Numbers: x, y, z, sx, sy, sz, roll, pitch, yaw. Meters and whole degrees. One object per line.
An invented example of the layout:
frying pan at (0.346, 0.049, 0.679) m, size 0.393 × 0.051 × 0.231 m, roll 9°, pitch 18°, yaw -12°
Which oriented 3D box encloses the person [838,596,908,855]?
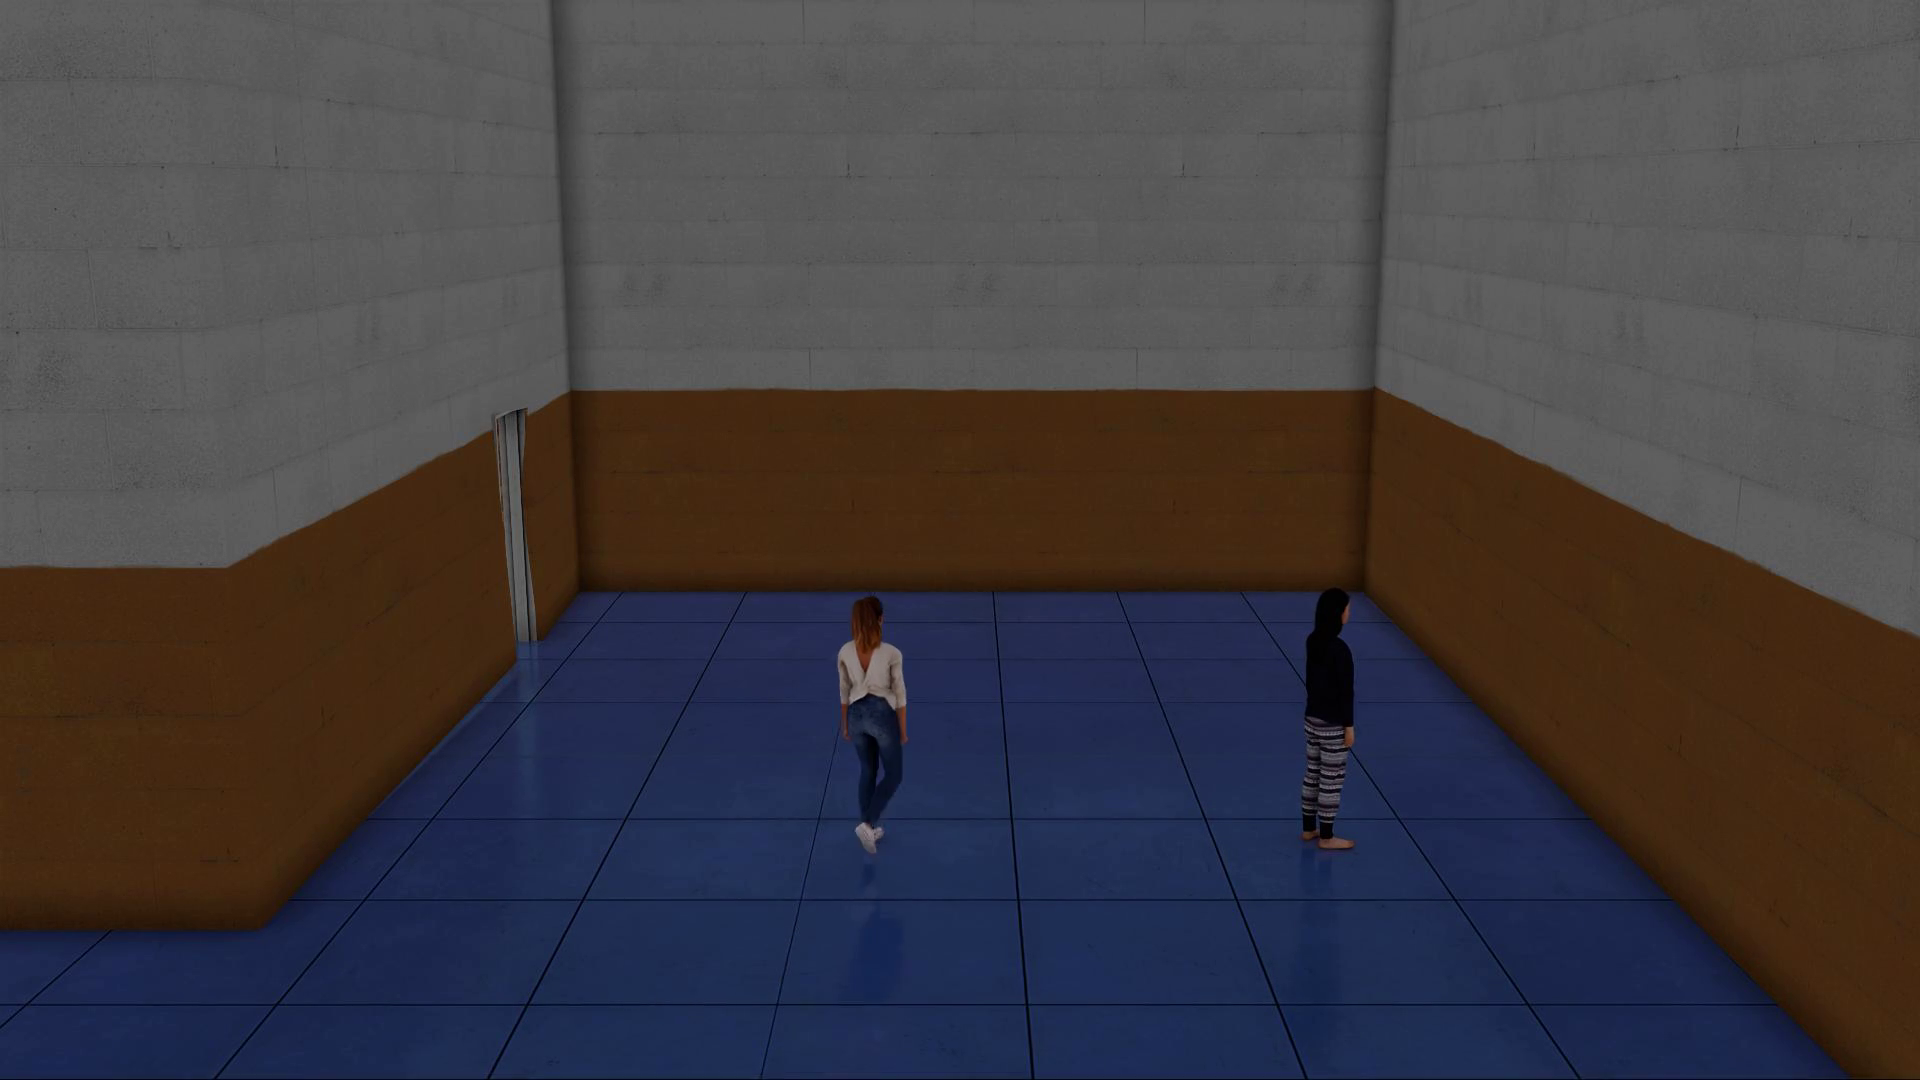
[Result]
person at (-0.581, 1.222, 10.649) m, size 0.910 × 1.706 × 0.854 m, roll 4°, pitch 13°, yaw 19°

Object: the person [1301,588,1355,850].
person at (2.404, 1.159, 10.880) m, size 0.642 × 1.735 × 0.671 m, roll -5°, pitch 13°, yaw -21°
